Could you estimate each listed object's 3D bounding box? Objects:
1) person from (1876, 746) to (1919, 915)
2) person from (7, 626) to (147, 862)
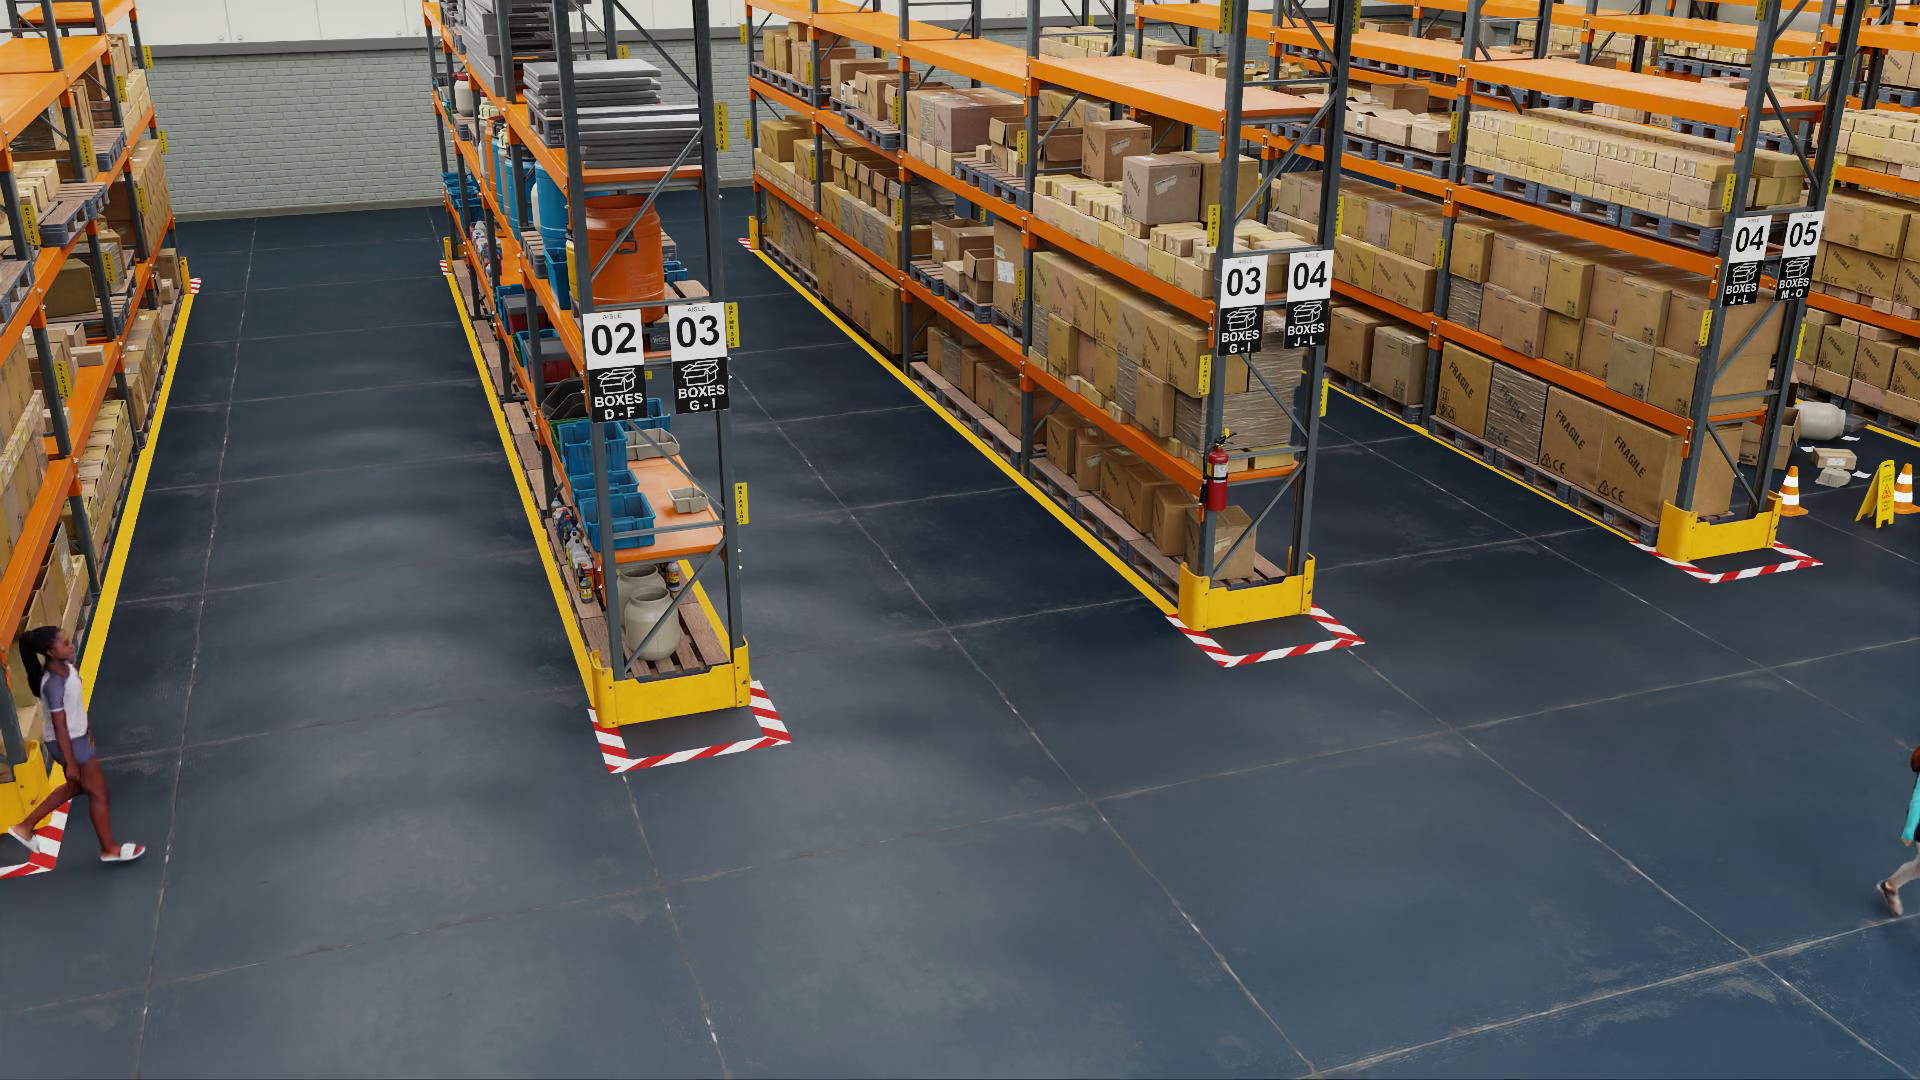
[{"bbox_3d":[5.815,1.703,9.945,0.632,1.468,0.993,-5,23,-12],"label":"person"},{"bbox_3d":[-5.727,1.333,10.540,0.714,1.701,0.930,-9,24,-22],"label":"person"}]
